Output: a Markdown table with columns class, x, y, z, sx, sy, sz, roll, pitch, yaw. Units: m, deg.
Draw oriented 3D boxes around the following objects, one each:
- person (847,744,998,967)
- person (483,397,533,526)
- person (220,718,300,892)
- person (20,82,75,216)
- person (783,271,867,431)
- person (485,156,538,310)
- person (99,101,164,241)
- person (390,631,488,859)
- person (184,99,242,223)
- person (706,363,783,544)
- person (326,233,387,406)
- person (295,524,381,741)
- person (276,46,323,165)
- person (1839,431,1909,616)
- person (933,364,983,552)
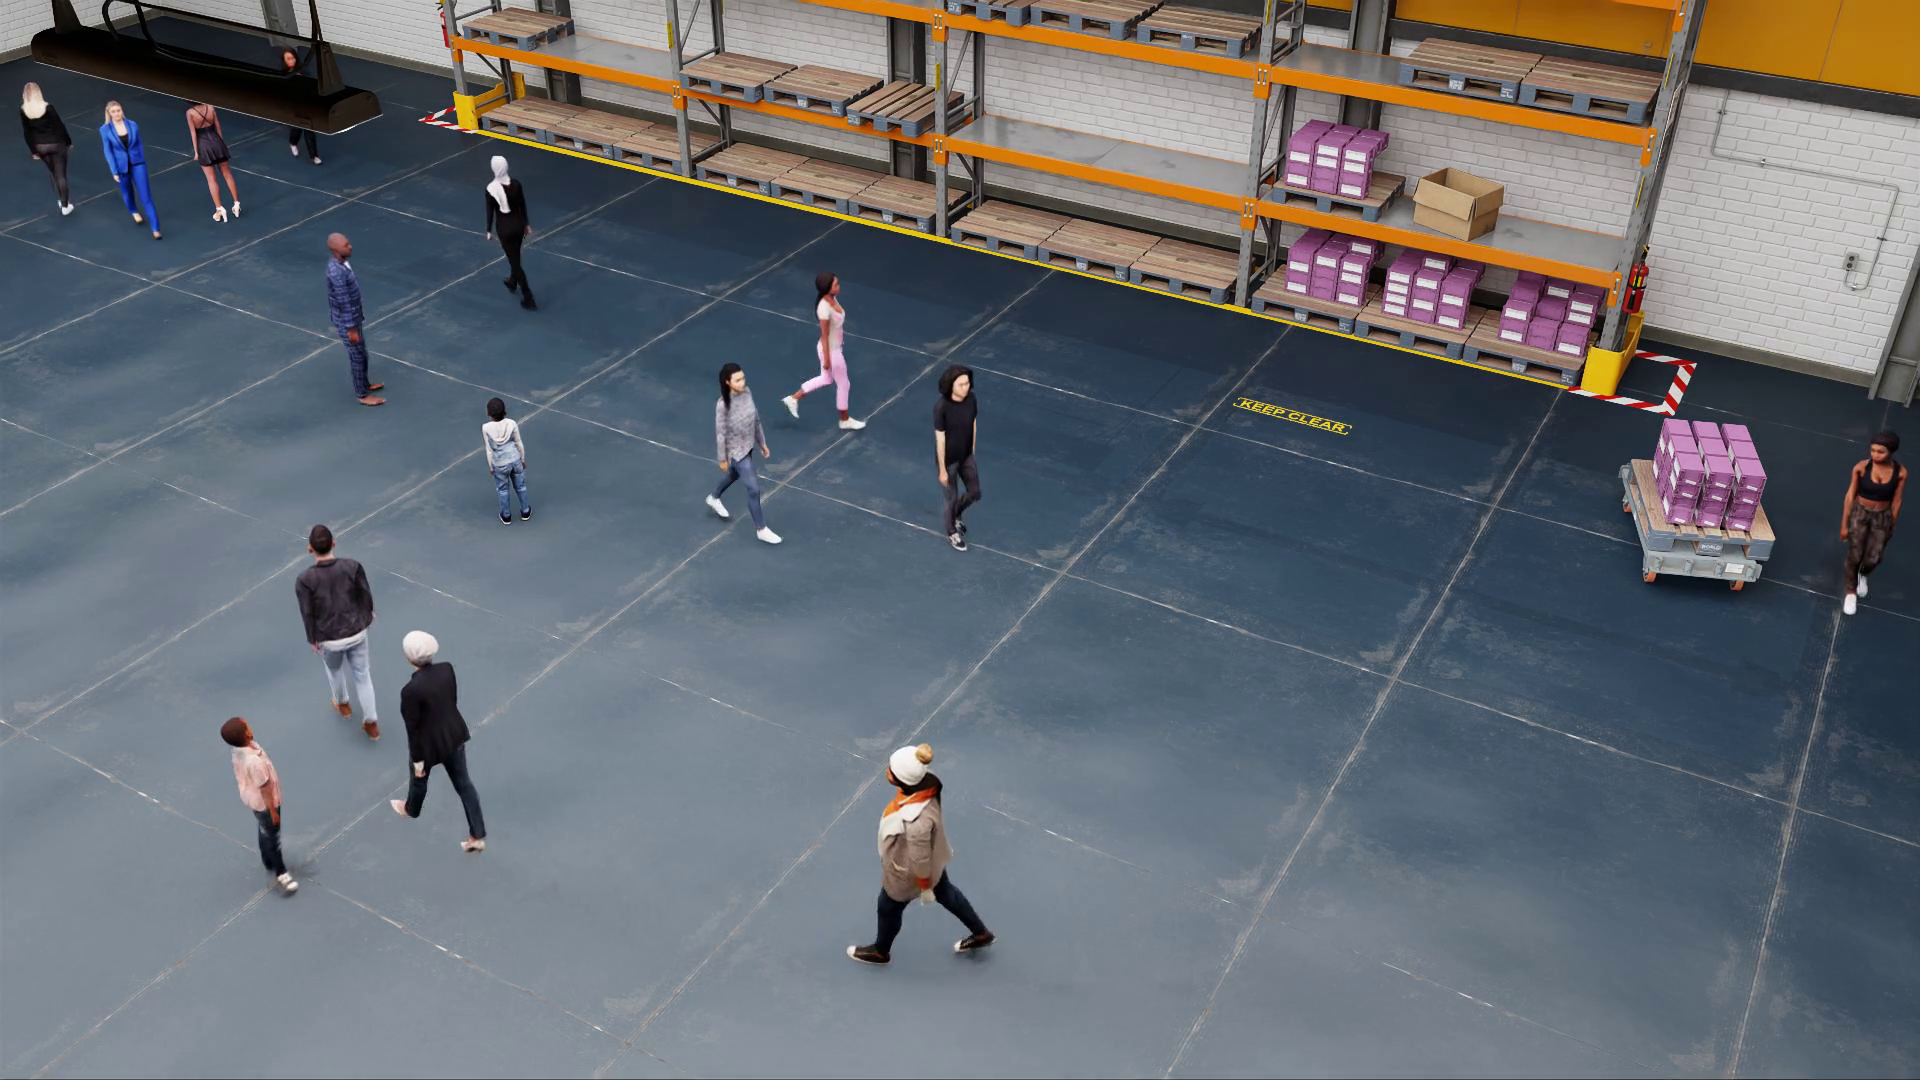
| class | x | y | z | sx | sy | sz | roll | pitch | yaw |
| --- | --- | --- | --- | --- | --- | --- | --- | --- | --- |
| person | -0.168 | 1.987 | 10.436 | 1.289 | 1.850 | 0.973 | 4 | 34 | 7 |
| person | -4.111 | -0.724 | 15.046 | 0.569 | 1.261 | 0.621 | -13 | 36 | -18 |
| person | -4.731 | 1.780 | 11.246 | 0.772 | 1.298 | 0.539 | -17 | 37 | -24 |
| person | -11.479 | -4.889 | 20.943 | 0.728 | 1.669 | 0.801 | -4 | 34 | -6 |
| person | -1.364 | -1.840 | 16.313 | 1.132 | 1.717 | 0.941 | 0 | 34 | -1 |
| person | -4.976 | -3.407 | 18.635 | 1.027 | 1.756 | 0.773 | 28 | 43 | 35 |
| person | -10.256 | -4.575 | 20.480 | 0.957 | 1.660 | 1.242 | -21 | 39 | -29 |
| person | -3.465 | 1.431 | 11.117 | 1.116 | 1.739 | 0.834 | 23 | 40 | 30 |
| person | -9.369 | -4.870 | 20.807 | 0.602 | 1.788 | 0.607 | 25 | 41 | 33 |
| person | -2.026 | -0.827 | 14.813 | 1.131 | 1.692 | 0.608 | 18 | 37 | 25 |
| person | -6.203 | -2.253 | 16.843 | 0.873 | 1.819 | 0.831 | -9 | 35 | -13 |
| person | -4.559 | 0.740 | 12.340 | 0.911 | 1.818 | 1.023 | -20 | 38 | -27 |
| person | -8.979 | -5.896 | 22.519 | 0.780 | 1.602 | 0.895 | -26 | 41 | -33 |
| person | 7.549 | -0.191 | 13.868 | 0.641 | 1.678 | 0.682 | 12 | 35 | 17 |
| person | -0.088 | -0.768 | 14.609 | 0.772 | 1.818 | 0.807 | -21 | 39 | -28 |
